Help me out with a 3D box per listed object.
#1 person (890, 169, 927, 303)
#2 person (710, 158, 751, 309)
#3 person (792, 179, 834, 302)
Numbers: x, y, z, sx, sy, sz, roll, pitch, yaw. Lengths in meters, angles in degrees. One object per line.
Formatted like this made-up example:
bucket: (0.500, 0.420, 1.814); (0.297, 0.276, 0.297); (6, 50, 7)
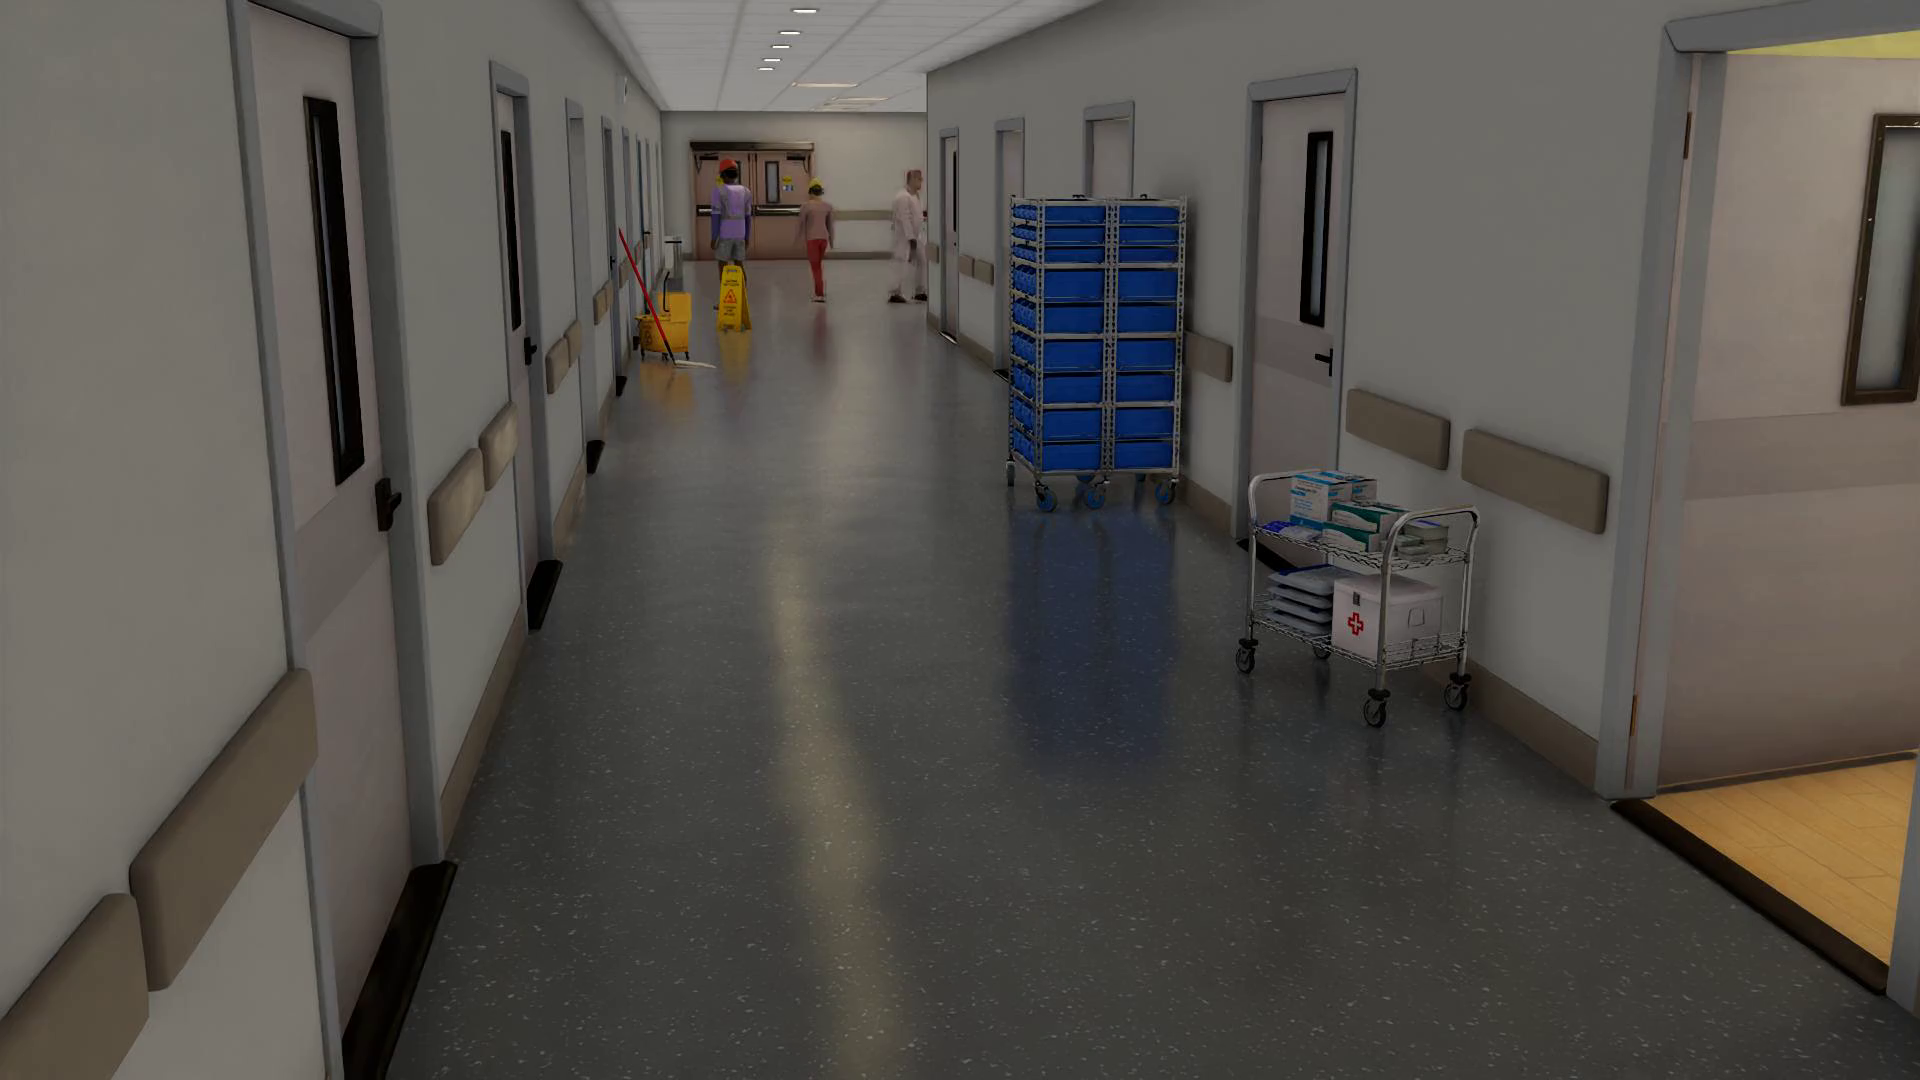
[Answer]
person: (-0.670, -4.310, 23.656); (0.755, 1.885, 0.640); (6, 14, 24)
person: (-3.125, -4.151, 22.622); (0.615, 2.029, 0.409); (-11, 17, -40)
person: (-2.116, -4.303, 23.944); (0.538, 1.739, 0.659); (-10, 16, -39)
